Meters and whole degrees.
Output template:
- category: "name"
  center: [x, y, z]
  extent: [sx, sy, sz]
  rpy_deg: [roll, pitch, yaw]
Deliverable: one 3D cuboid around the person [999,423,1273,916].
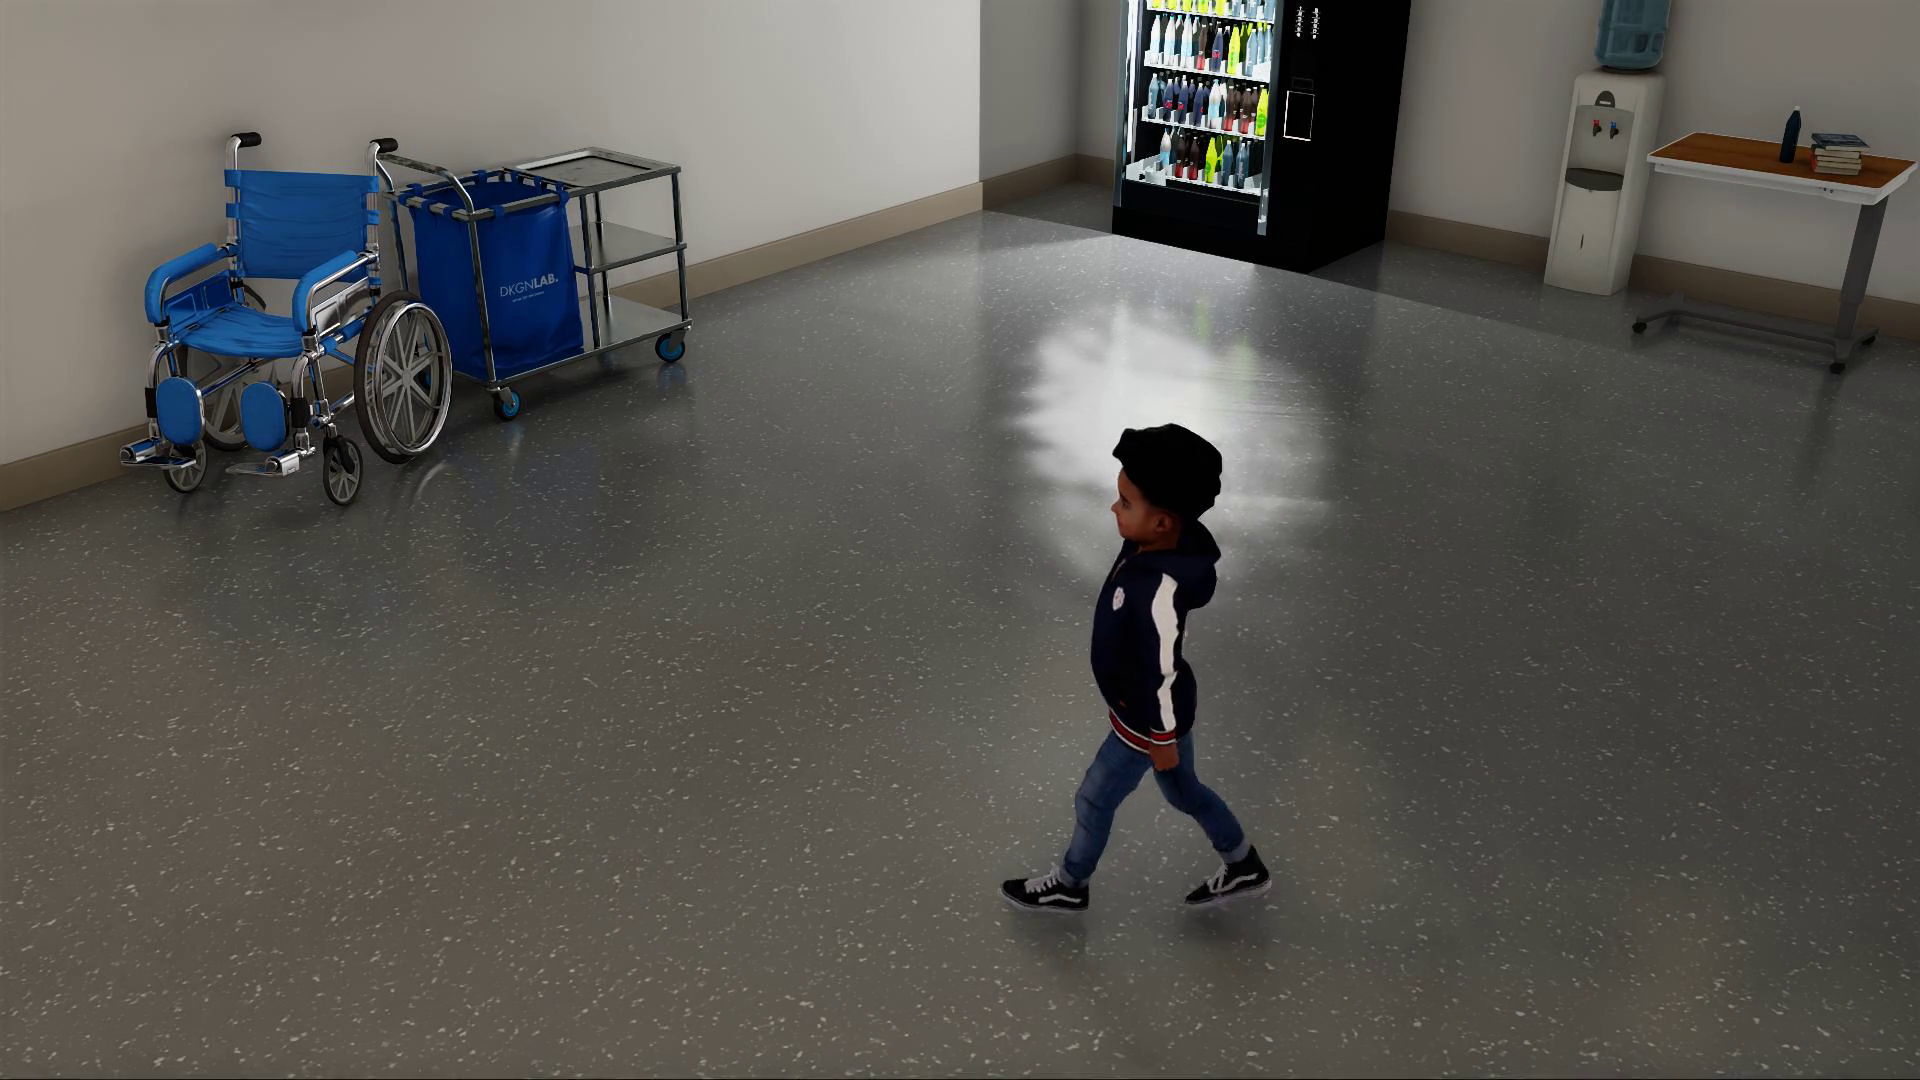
- category: "person"
  center: [0.463, 0.326, 3.595]
  extent: [0.923, 1.204, 0.794]
  rpy_deg: [3, 26, 6]
